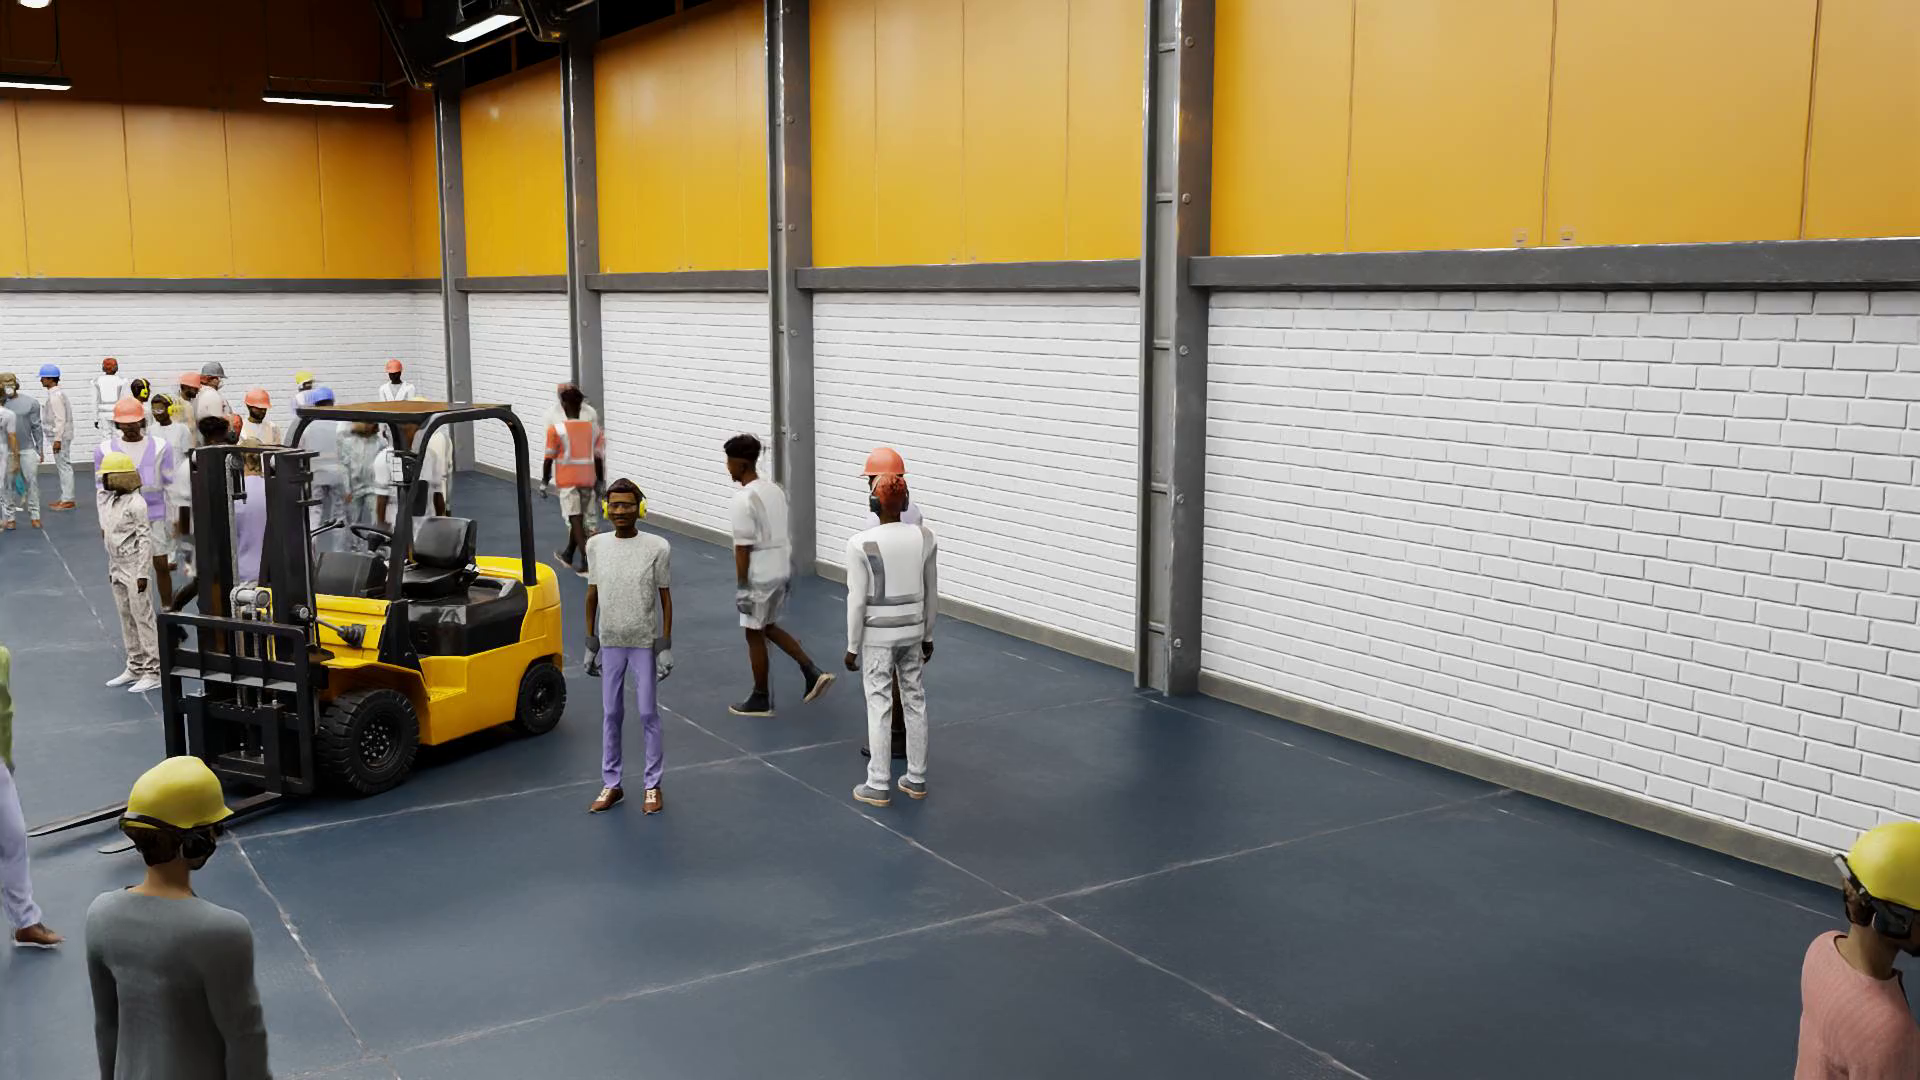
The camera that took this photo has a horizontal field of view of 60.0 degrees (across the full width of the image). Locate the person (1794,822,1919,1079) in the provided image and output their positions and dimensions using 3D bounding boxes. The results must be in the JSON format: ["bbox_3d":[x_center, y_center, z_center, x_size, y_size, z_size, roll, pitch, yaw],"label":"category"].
[{"bbox_3d":[1.992,1.467,3.683,0.344,1.756,0.532,2,9,13],"label":"person"}]

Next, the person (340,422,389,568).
[{"bbox_3d":[-6.232,-0.541,17.403,0.501,1.707,0.606,-5,10,-33],"label":"person"}]

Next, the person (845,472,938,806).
[{"bbox_3d":[-0.389,0.557,9.380,0.576,1.882,0.355,-5,10,-32],"label":"person"}]

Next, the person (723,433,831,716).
[{"bbox_3d":[-1.295,0.247,11.266,0.617,1.943,0.626,3,9,17],"label":"person"}]

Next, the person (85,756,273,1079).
[{"bbox_3d":[-1.899,1.403,4.112,0.527,1.760,0.337,4,9,25],"label":"person"}]

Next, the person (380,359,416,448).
[{"bbox_3d":[-8.205,-1.675,24.295,0.539,1.930,0.387,0,8,2],"label":"person"}]

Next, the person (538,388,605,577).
[{"bbox_3d":[-3.988,-0.602,17.090,0.606,1.912,1.008,-8,12,-44],"label":"person"}]

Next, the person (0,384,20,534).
[{"bbox_3d":[-11.580,-0.973,20.032,0.535,1.785,0.876,0,8,3],"label":"person"}]

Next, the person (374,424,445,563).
[{"bbox_3d":[-4.528,-0.133,13.796,0.462,1.947,0.651,6,10,35],"label":"person"}]

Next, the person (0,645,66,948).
[{"bbox_3d":[-4.225,1.024,7.172,0.713,1.598,0.530,4,9,24],"label":"person"}]

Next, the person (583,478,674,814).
[{"bbox_3d":[-1.841,0.586,9.215,0.521,1.876,0.325,1,8,6],"label":"person"}]

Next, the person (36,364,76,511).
[{"bbox_3d":[-11.971,-1.358,22.062,0.403,1.948,0.605,-4,9,-27],"label":"person"}]

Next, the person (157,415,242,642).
[{"bbox_3d":[-6.106,-0.070,13.498,0.882,1.925,0.652,4,9,26],"label":"person"}]

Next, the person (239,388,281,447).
[{"bbox_3d":[-7.156,-0.593,16.991,0.390,1.925,0.550,7,11,40],"label":"person"}]

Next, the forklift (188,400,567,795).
[{"bbox_3d":[-3.529,0.258,10.348,1.214,2.155,2.313,4,9,25],"label":"forklift"}]

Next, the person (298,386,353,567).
[{"bbox_3d":[-6.594,-0.626,17.271,0.635,1.914,0.685,-2,9,-11],"label":"person"}]

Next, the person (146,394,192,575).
[{"bbox_3d":[-8.085,-0.568,17.055,0.537,1.860,0.329,1,9,7],"label":"person"}]

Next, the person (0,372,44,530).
[{"bbox_3d":[-11.526,-1.080,20.280,0.635,1.929,0.381,-5,10,-32],"label":"person"}]

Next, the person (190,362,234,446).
[{"bbox_3d":[-9.304,-1.223,20.845,0.672,2.000,0.536,8,12,44],"label":"person"}]

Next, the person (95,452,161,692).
[{"bbox_3d":[-6.037,0.229,12.050,0.493,1.740,0.314,7,11,38],"label":"person"}]

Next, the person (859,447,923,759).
[{"bbox_3d":[-0.451,0.388,10.334,0.375,1.935,0.551,4,9,24],"label":"person"}]

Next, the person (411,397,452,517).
[{"bbox_3d":[-4.976,-0.367,15.462,0.379,1.927,0.590,5,10,30],"label":"person"}]

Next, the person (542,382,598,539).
[{"bbox_3d":[-4.499,-0.905,19.289,0.665,1.867,0.535,-2,9,-16],"label":"person"}]

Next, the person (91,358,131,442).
[{"bbox_3d":[-13.214,-1.903,25.958,0.585,1.882,0.337,-2,9,-12],"label":"person"}]

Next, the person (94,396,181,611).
[{"bbox_3d":[-6.880,-0.190,13.942,0.615,2.029,0.409,-5,10,-31],"label":"person"}]

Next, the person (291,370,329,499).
[{"bbox_3d":[-9.183,-1.483,23.411,0.831,1.797,0.605,8,11,42],"label":"person"}]
